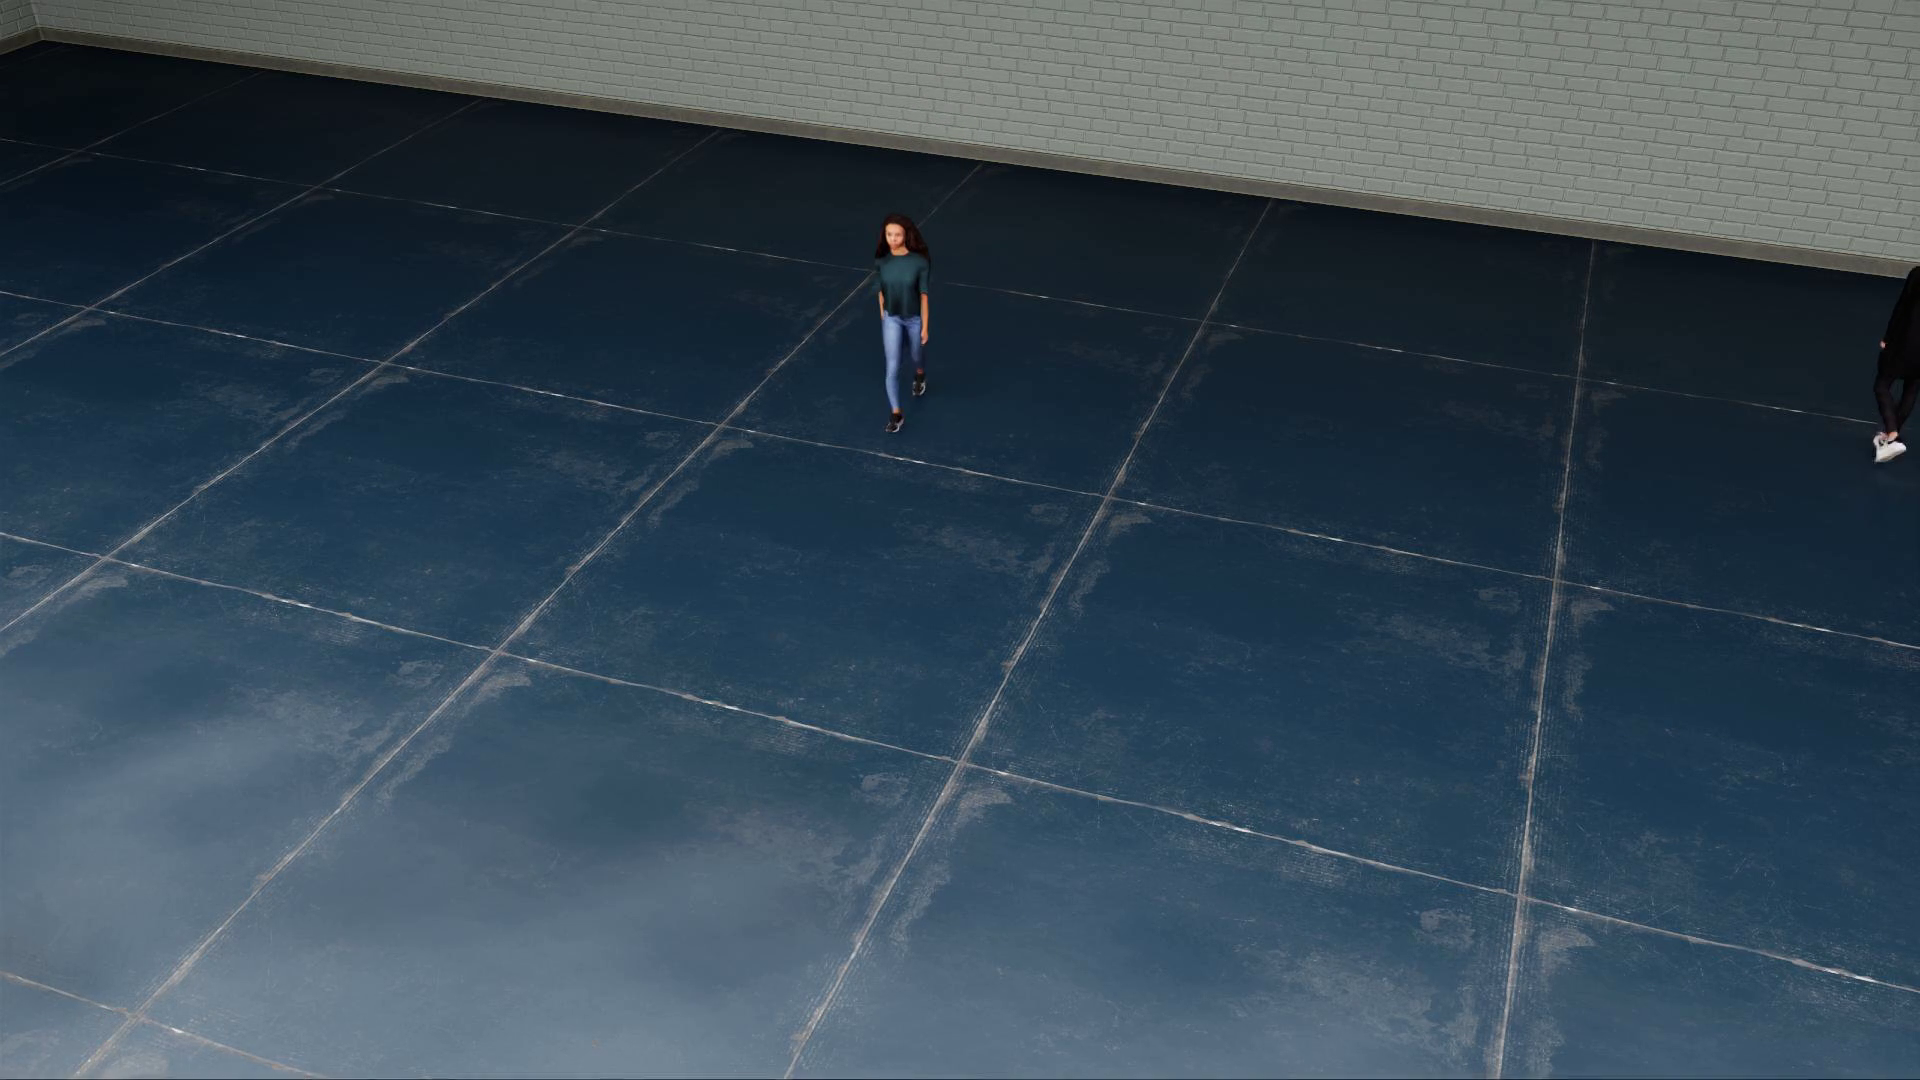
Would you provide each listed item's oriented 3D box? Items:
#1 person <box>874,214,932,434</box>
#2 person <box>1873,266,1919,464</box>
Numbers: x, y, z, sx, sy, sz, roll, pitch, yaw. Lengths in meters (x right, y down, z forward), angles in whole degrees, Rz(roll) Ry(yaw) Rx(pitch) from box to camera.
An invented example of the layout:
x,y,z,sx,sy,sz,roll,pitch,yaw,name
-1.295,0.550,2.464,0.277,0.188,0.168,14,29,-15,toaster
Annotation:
x,y,z,sx,sy,sz,roll,pitch,yaw,name
-0.379,-1.643,12.206,0.709,1.584,1.101,5,33,7,person
6.621,-1.290,11.478,0.692,1.787,0.940,7,34,10,person
